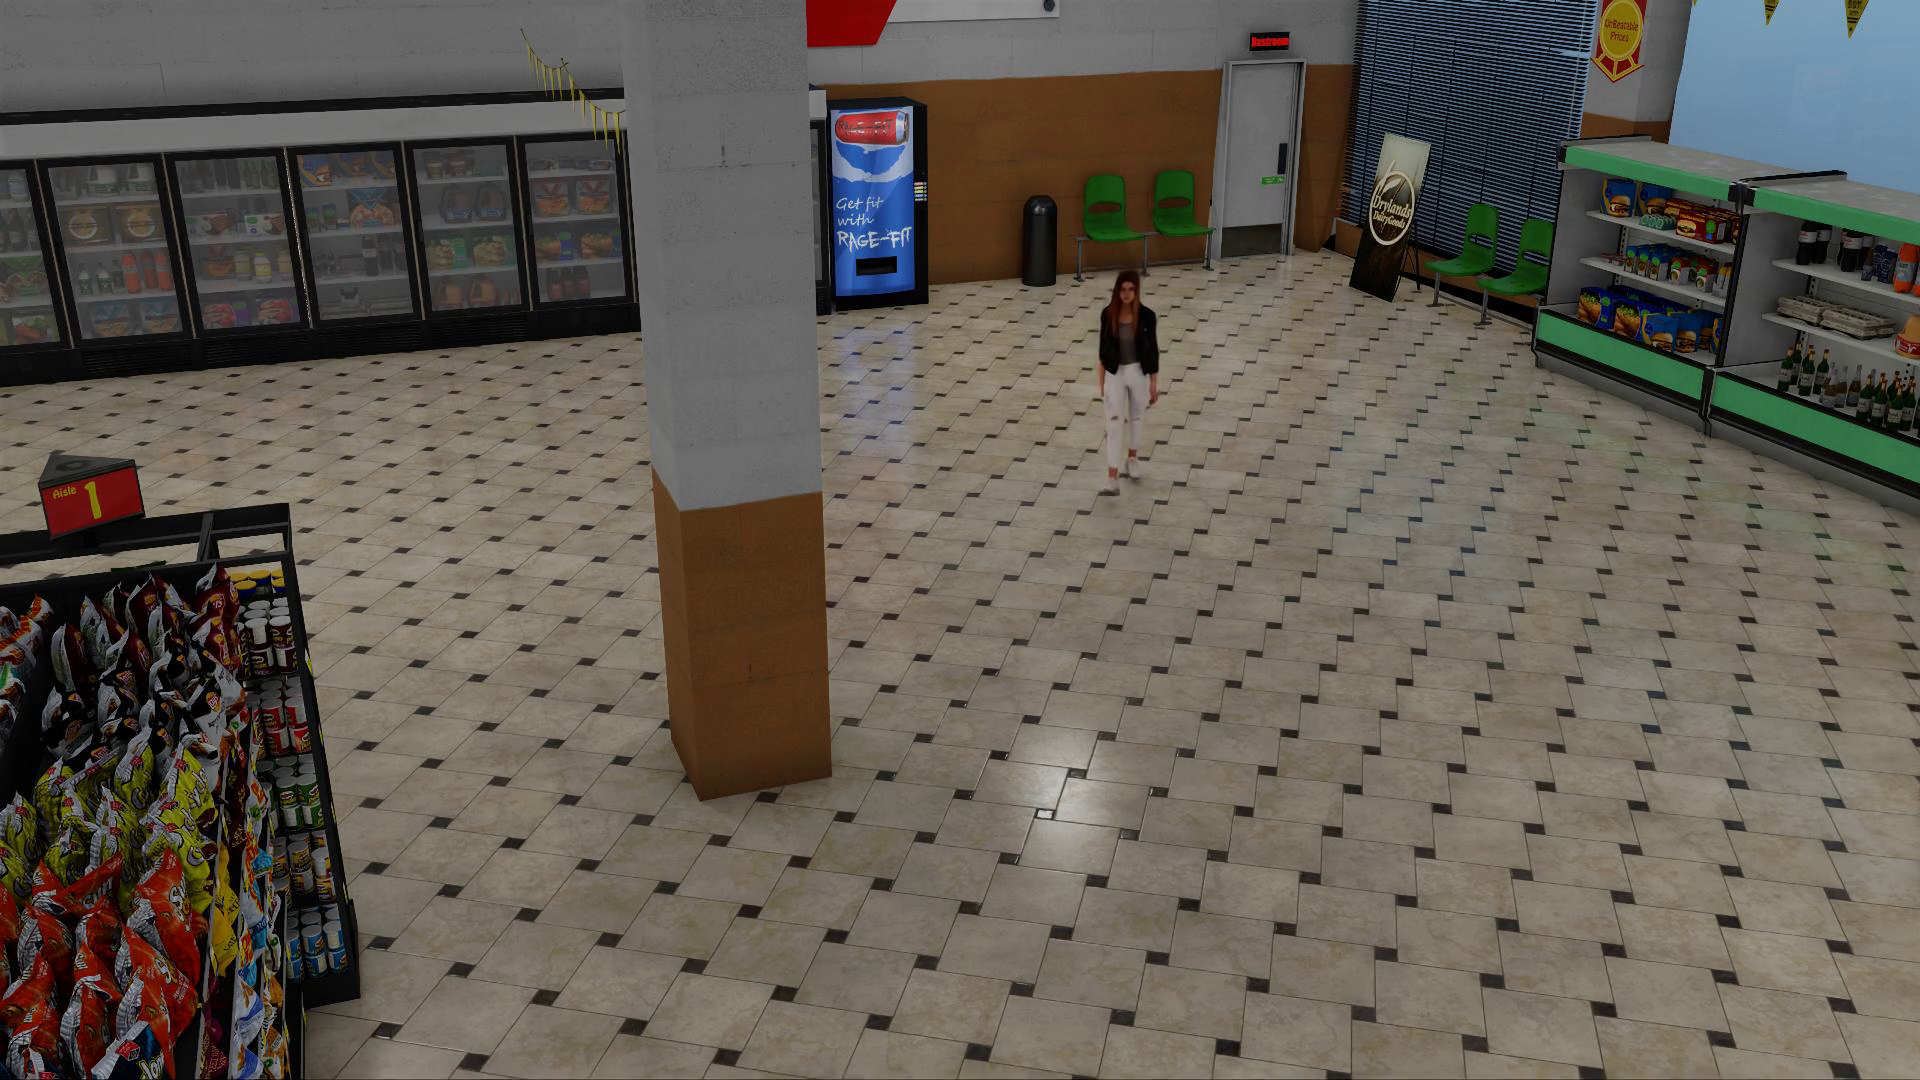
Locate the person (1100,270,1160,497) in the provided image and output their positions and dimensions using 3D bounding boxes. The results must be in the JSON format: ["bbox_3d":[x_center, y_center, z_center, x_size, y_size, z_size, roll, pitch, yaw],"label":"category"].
[{"bbox_3d":[1.251,-1.180,12.314,1.015,1.651,1.209,4,22,9],"label":"person"}]
